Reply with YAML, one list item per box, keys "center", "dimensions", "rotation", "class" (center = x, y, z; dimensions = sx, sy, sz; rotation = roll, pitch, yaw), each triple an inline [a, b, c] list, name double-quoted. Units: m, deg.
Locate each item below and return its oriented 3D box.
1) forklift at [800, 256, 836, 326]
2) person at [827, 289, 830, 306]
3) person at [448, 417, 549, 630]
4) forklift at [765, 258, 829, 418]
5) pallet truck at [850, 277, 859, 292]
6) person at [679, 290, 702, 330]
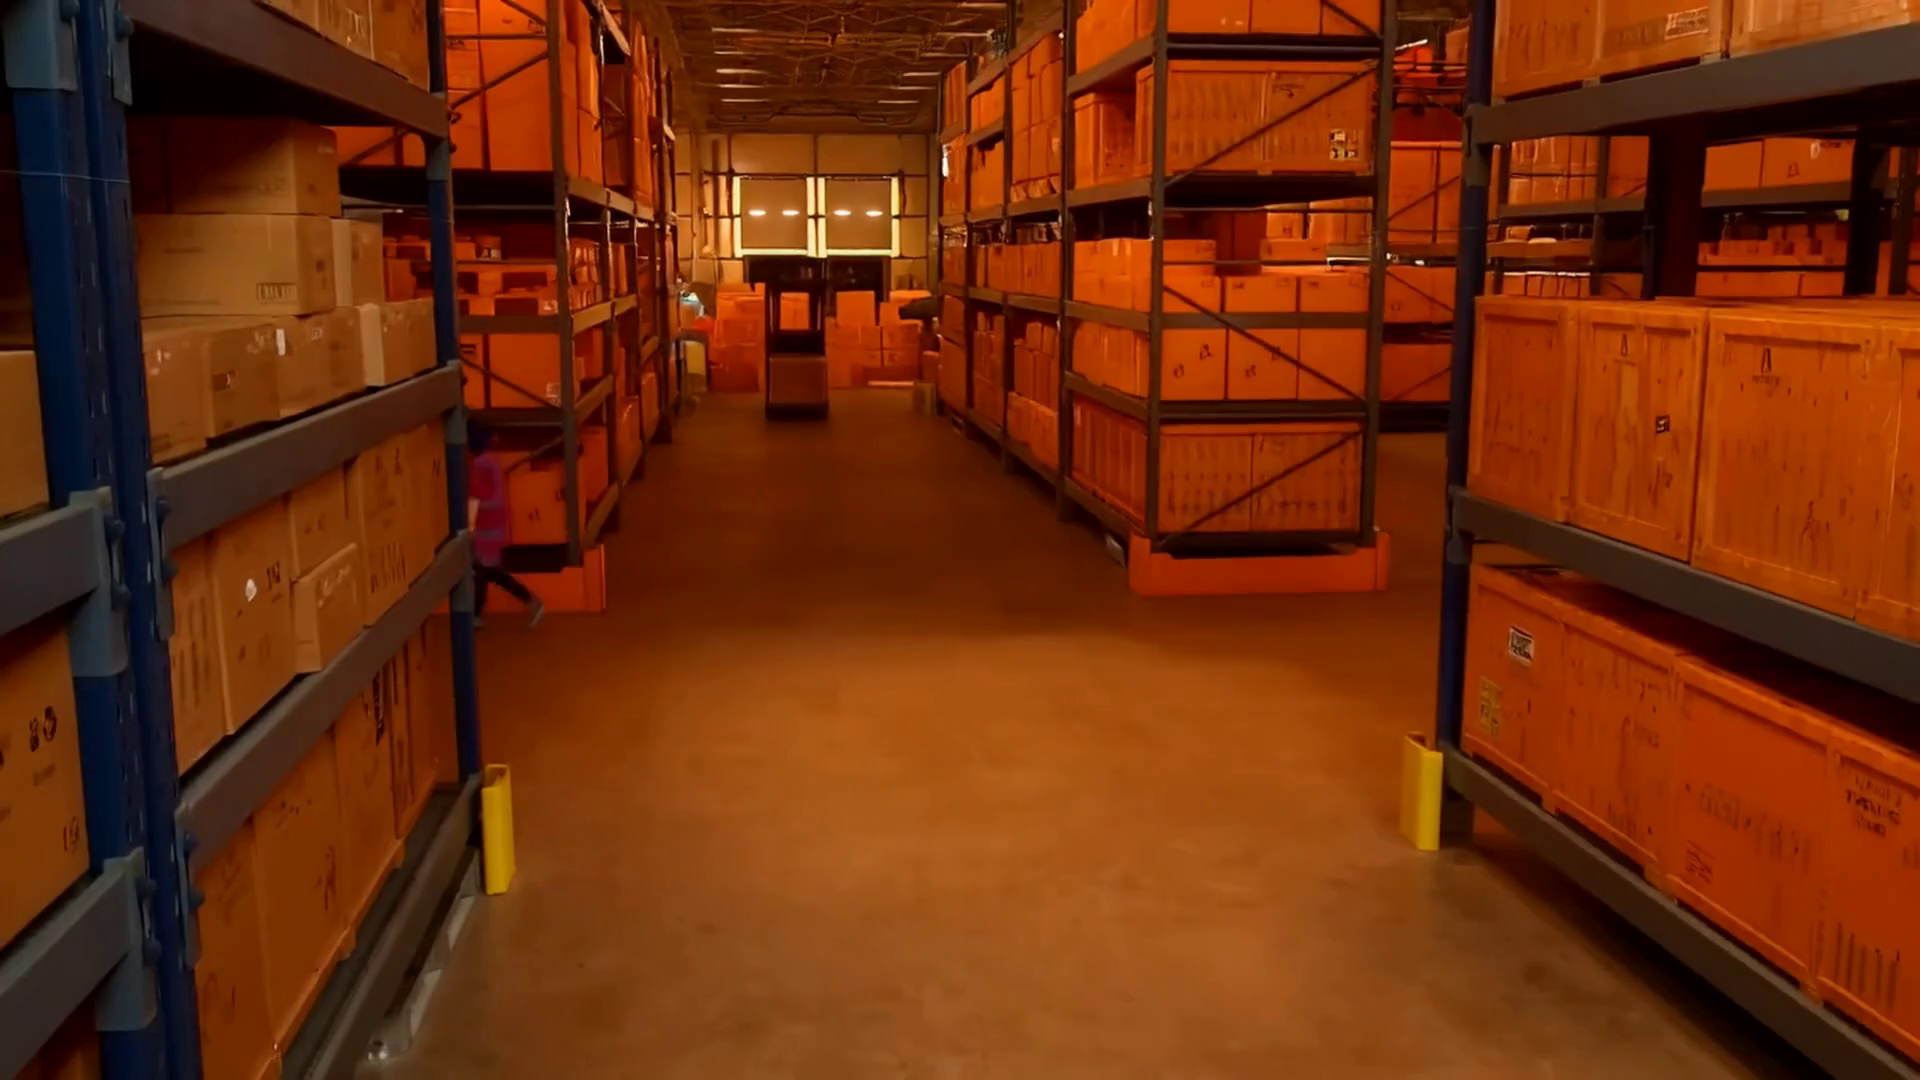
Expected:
- center: [-5.102, -8.570, 58.460]
  dimensions: [1.129, 2.768, 1.873]
  rotation: [-6, 12, -33]
  class: "forklift"
- center: [-5.326, -9.225, 65.034]
  dimensions: [0.587, 1.930, 0.356]
  rotation: [6, 11, 31]
  class: "person"
- center: [-3.550, -0.108, 12.713]
  dimensions: [0.740, 1.675, 0.537]
  rotation: [-1, 10, -5]
  class: "person"
- center: [-2.944, -3.646, 29.795]
  dimensions: [1.129, 2.768, 1.873]
  rotation: [-1, 10, -7]
  class: "forklift"
- center: [-3.782, -9.391, 65.808]
  dimensions: [1.885, 1.965, 0.823]
  rotation: [2, 10, 10]
  class: "pallet truck"
- center: [-7.360, -5.877, 45.517]
  dimensions: [0.627, 1.940, 0.372]
  rotation: [-1, 10, -7]
  class: "person"
